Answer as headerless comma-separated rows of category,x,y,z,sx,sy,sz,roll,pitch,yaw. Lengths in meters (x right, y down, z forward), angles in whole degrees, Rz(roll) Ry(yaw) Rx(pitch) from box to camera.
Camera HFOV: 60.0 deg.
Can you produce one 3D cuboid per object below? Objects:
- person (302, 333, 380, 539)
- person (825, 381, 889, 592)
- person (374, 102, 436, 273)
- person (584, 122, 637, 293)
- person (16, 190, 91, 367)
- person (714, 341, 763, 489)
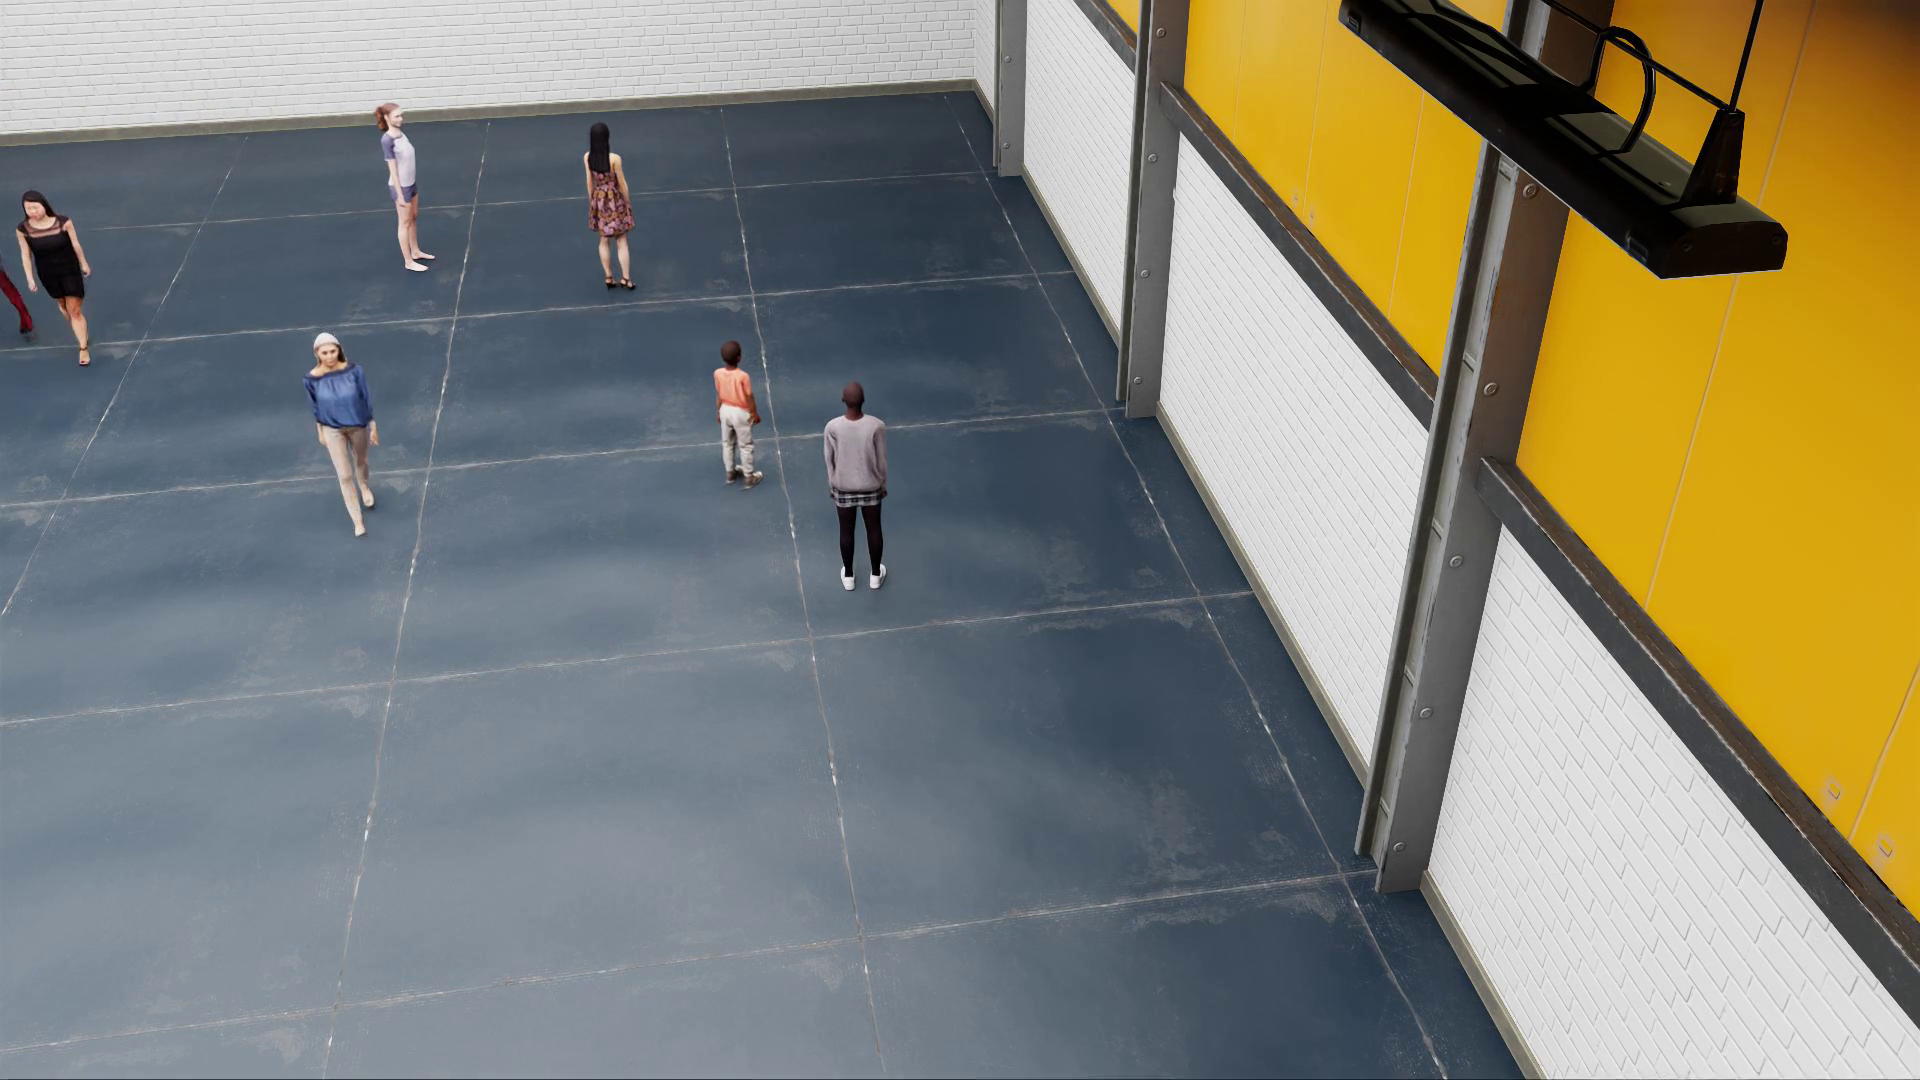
person,-4.915,-0.908,13.306,0.809,1.649,1.162,-14,36,-19
person,-0.764,-0.405,12.441,0.637,1.770,0.574,-1,34,-2
person,-5.839,-3.721,17.434,0.687,1.765,0.549,2,34,3
person,-3.561,-3.374,16.904,0.772,1.774,0.799,7,34,11
person,-8.493,-2.518,15.706,0.776,1.675,1.073,-11,35,-16
person,-1.870,-1.049,13.826,0.575,1.308,0.613,14,36,20
